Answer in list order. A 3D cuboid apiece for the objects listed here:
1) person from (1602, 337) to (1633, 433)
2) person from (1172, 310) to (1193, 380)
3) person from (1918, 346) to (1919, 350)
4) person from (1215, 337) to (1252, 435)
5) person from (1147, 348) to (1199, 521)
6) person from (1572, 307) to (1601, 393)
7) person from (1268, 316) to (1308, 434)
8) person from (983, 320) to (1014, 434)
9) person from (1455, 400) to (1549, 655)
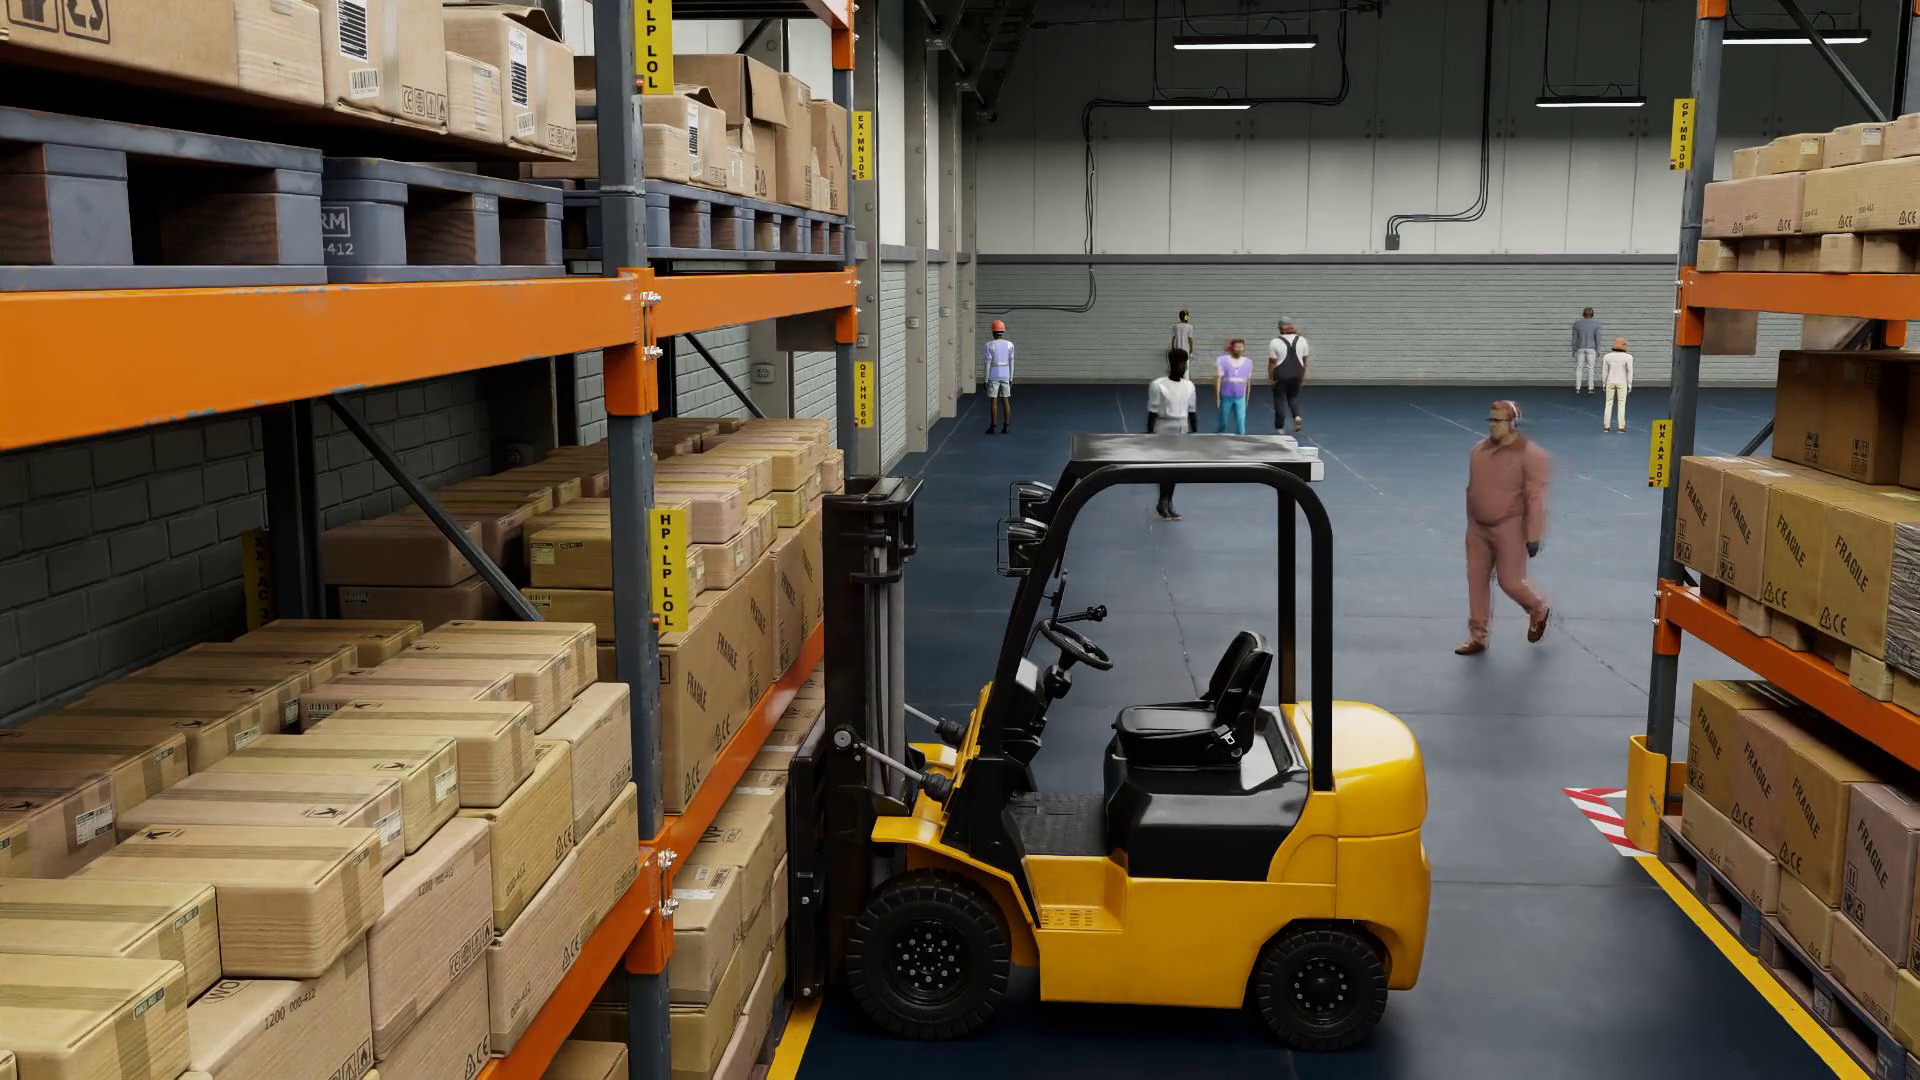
[{"bbox_3d":[11.303,-2.662,28.604,0.502,1.633,0.280,7,12,36],"label":"person"},{"bbox_3d":[4.981,-4.200,37.235,0.520,1.865,0.335,5,11,30],"label":"person"},{"bbox_3d":[18.216,-3.125,31.212,0.533,1.698,0.322,2,10,11],"label":"person"},{"bbox_3d":[4.067,-2.138,24.899,0.579,1.815,0.860,-1,9,-7],"label":"person"},{"bbox_3d":[2.404,-1.170,18.609,0.638,1.947,0.543,-6,11,-32],"label":"person"},{"bbox_3d":[14.083,-4.267,37.408,0.627,1.940,0.372,5,11,29],"label":"person"},{"bbox_3d":[5.527,-2.804,28.236,0.697,2.000,0.577,-2,10,-10],"label":"person"},{"bbox_3d":[0.649,-2.765,28.297,0.548,1.942,0.347,-4,10,-22],"label":"person"},{"bbox_3d":[4.035,-0.096,12.301,0.749,1.886,0.650,-6,11,-33],"label":"person"}]
